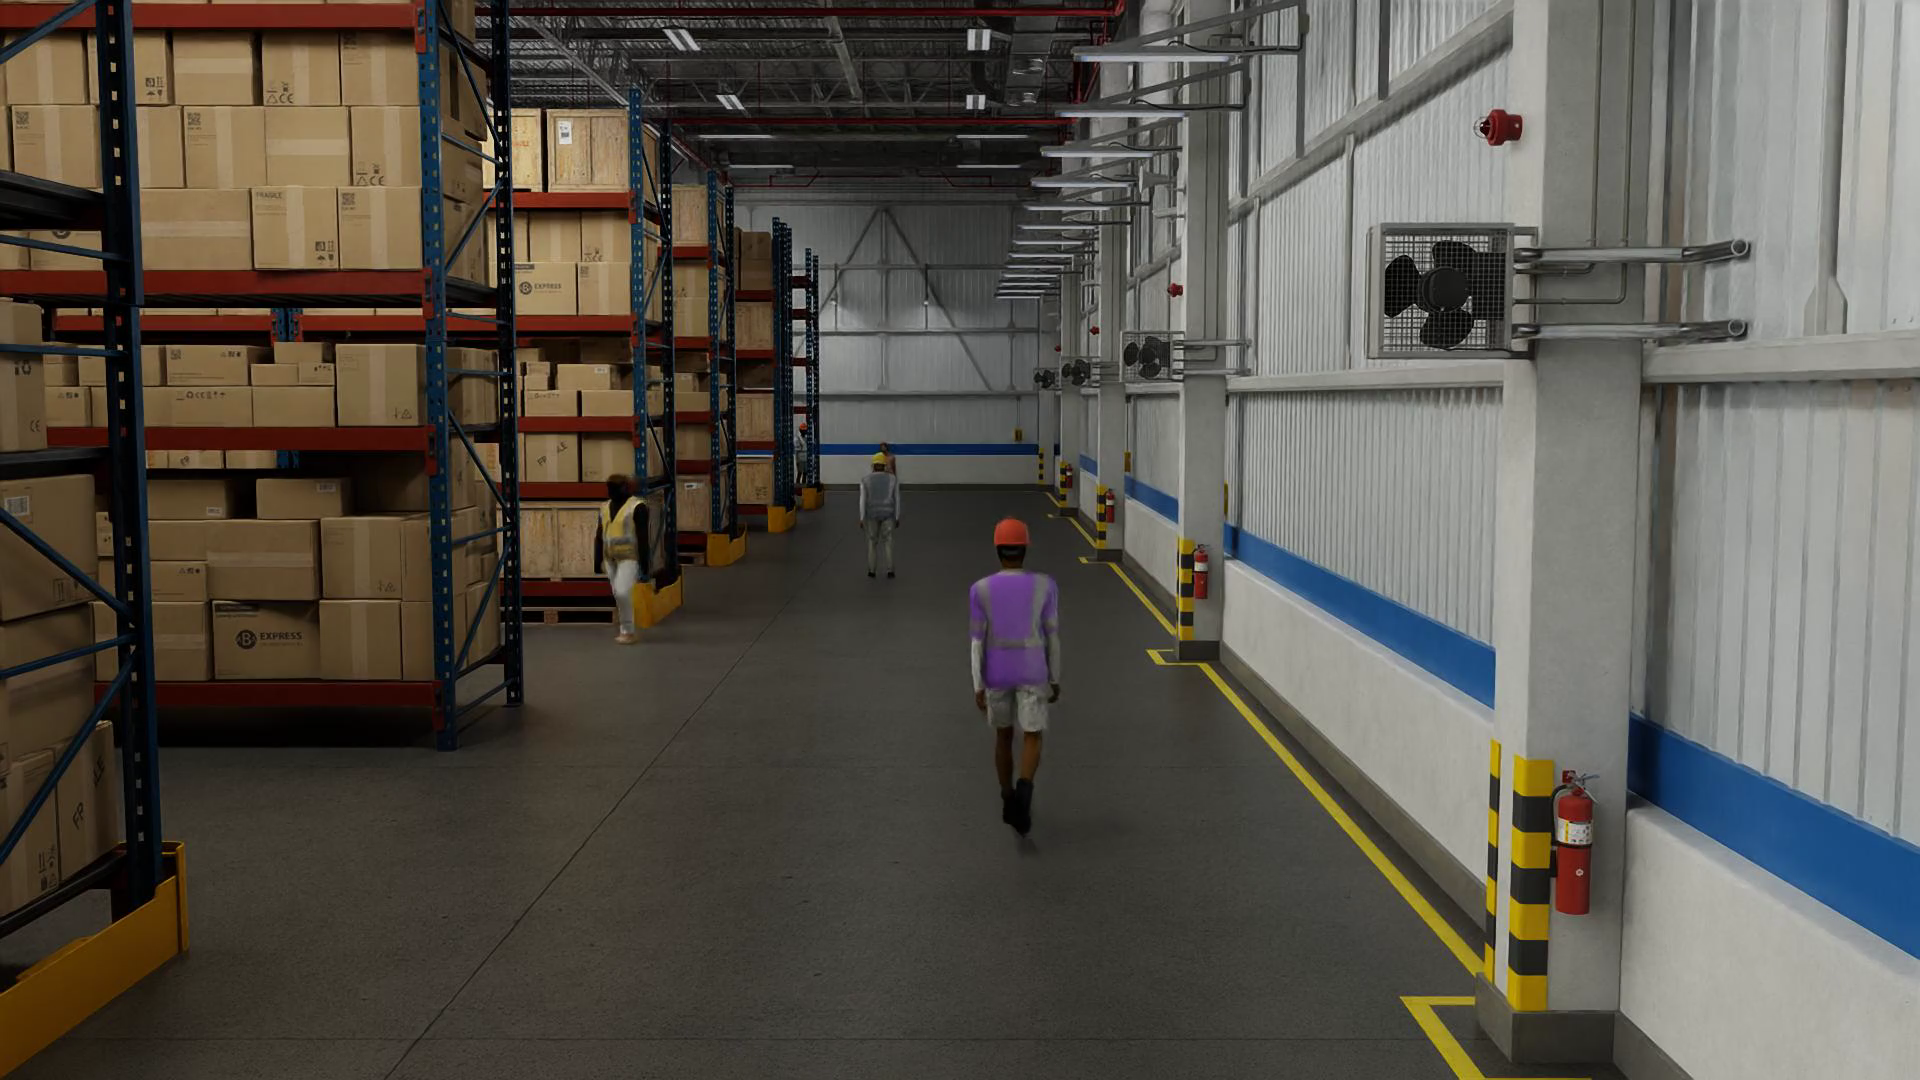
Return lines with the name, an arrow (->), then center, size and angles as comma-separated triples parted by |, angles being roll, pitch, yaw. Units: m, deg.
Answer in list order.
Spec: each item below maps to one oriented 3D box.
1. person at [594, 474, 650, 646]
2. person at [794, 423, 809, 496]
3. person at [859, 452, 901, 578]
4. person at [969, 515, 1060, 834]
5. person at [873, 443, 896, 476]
person -> -3.602, 0.212, 17.548 | 0.654, 1.821, 0.561 | 3, 6, 32
person -> -4.166, -2.138, 44.232 | 0.343, 1.942, 0.552 | 3, 6, 35
person -> -1.160, -0.353, 24.068 | 0.600, 1.829, 0.404 | -1, 5, -8
person -> 0.321, 0.812, 10.013 | 0.558, 1.918, 0.765 | 1, 5, 8
person -> -1.719, -1.426, 37.891 | 0.528, 1.603, 0.829 | 0, 5, 5
